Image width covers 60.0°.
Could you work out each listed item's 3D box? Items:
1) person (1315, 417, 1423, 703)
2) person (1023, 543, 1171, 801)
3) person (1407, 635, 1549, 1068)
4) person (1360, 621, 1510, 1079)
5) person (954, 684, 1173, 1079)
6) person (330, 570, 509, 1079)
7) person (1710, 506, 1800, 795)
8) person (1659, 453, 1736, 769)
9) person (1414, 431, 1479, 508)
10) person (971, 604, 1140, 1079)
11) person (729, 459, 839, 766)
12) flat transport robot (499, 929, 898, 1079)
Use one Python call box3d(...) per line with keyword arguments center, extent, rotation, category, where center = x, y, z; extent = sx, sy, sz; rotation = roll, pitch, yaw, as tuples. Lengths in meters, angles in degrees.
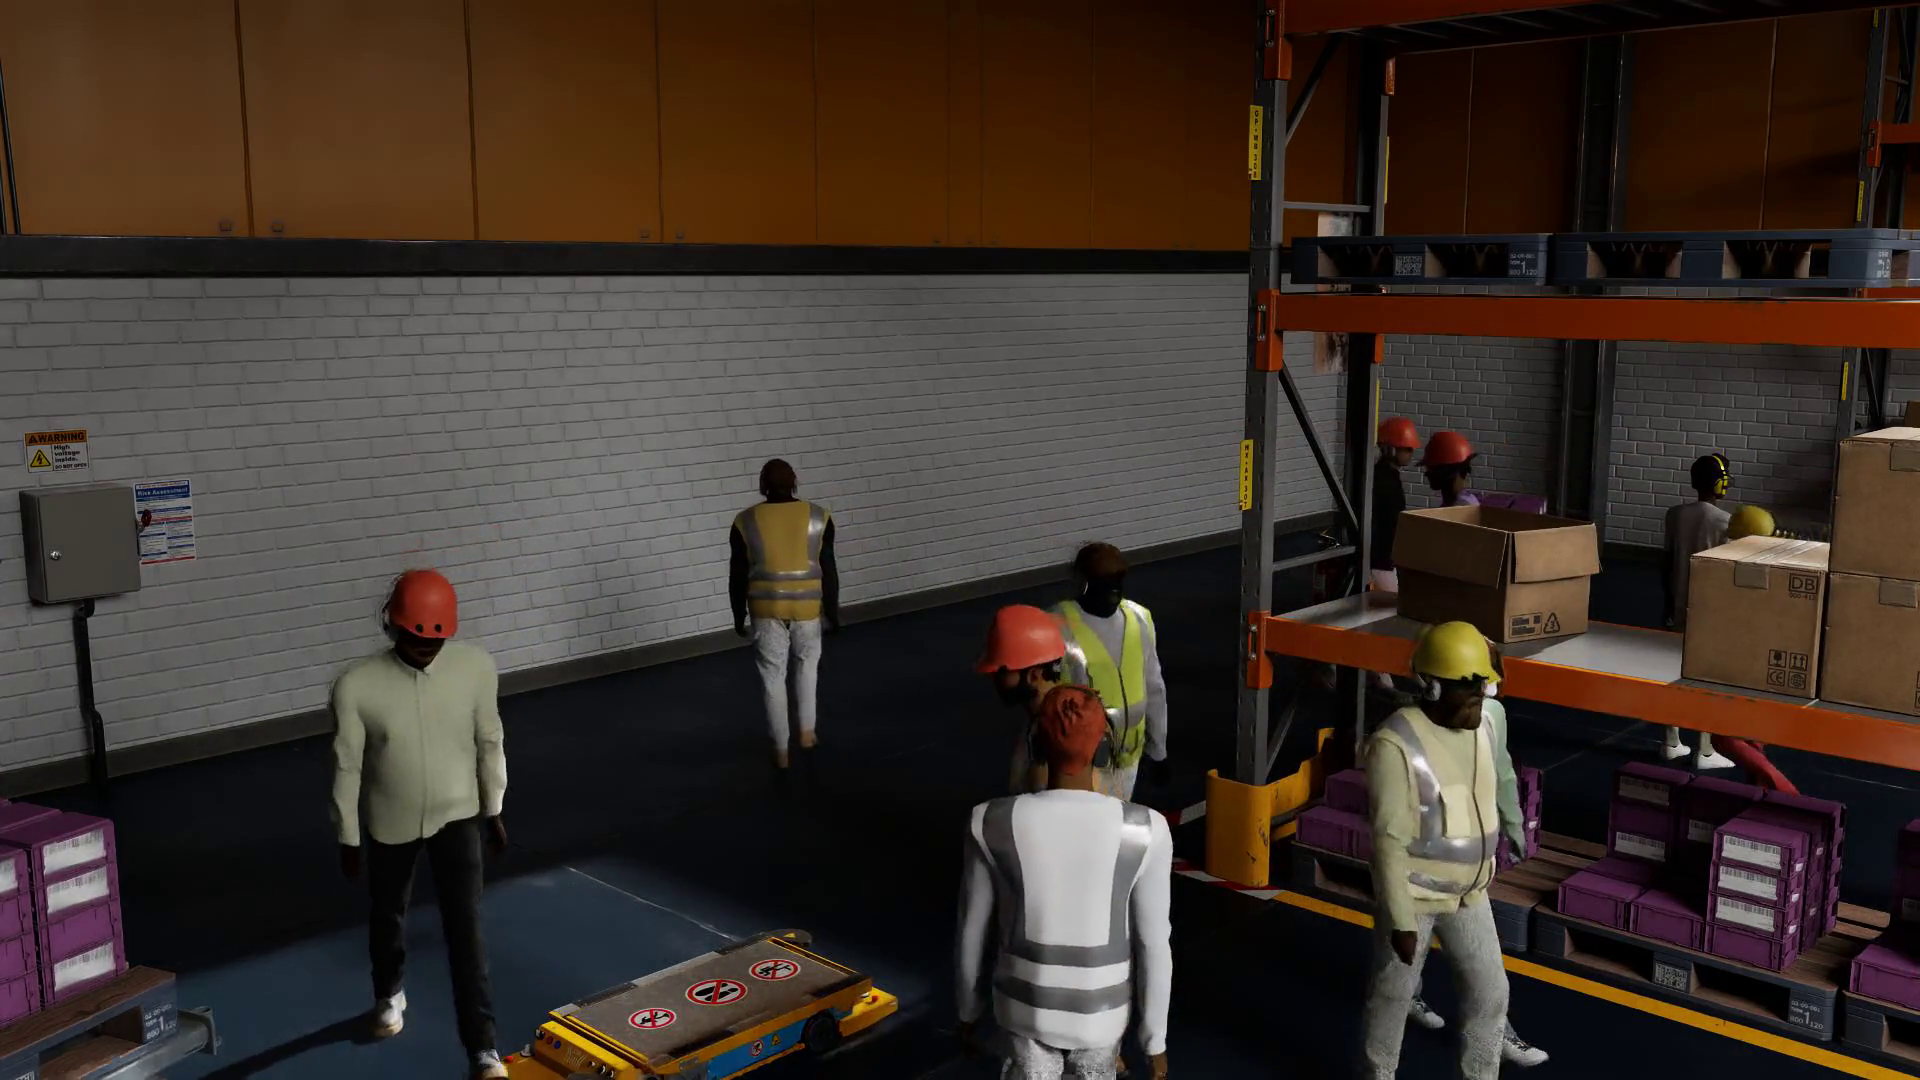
box3d(center=(2.789, 0.144, 11.238), extent=(0.602, 1.970, 0.647), rotation=(4, 10, 22), category="person")
box3d(center=(0.611, 0.917, 6.975), extent=(0.631, 1.825, 0.565), rotation=(-6, 11, -32), category="person")
box3d(center=(1.939, 1.144, 6.229), extent=(0.526, 1.589, 0.818), rotation=(-7, 12, -38), category="person")
box3d(center=(1.633, 1.166, 5.481), extent=(0.627, 1.804, 0.744), rotation=(-6, 11, -34), category="person")
box3d(center=(0.276, 1.301, 4.594), extent=(0.596, 1.835, 0.973), rotation=(1, 9, 4), category="person")
box3d(center=(-1.972, 1.028, 6.102), extent=(0.633, 1.879, 1.163), rotation=(-5, 10, -26), category="person")
box3d(center=(4.094, 0.699, 8.521), extent=(0.480, 1.752, 0.536), rotation=(7, 12, 38), category="person")
box3d(center=(4.398, 0.418, 9.870), extent=(0.329, 1.873, 0.512), rotation=(-5, 11, -29), category="person")
box3d(center=(2.759, 0.396, 9.484), extent=(0.396, 2.038, 0.615), rotation=(3, 10, 19), category="person")
box3d(center=(0.351, 1.143, 5.335), extent=(0.620, 1.918, 0.574), rotation=(1, 9, 5), category="person")
box3d(center=(-1.073, 0.409, 10.072), extent=(0.651, 1.816, 0.721), rotation=(-2, 9, -11), category="person")
box3d(center=(-0.969, 1.810, 6.227), extent=(0.652, 0.197, 1.431), rotation=(9, 13, 43), category="flat transport robot")
